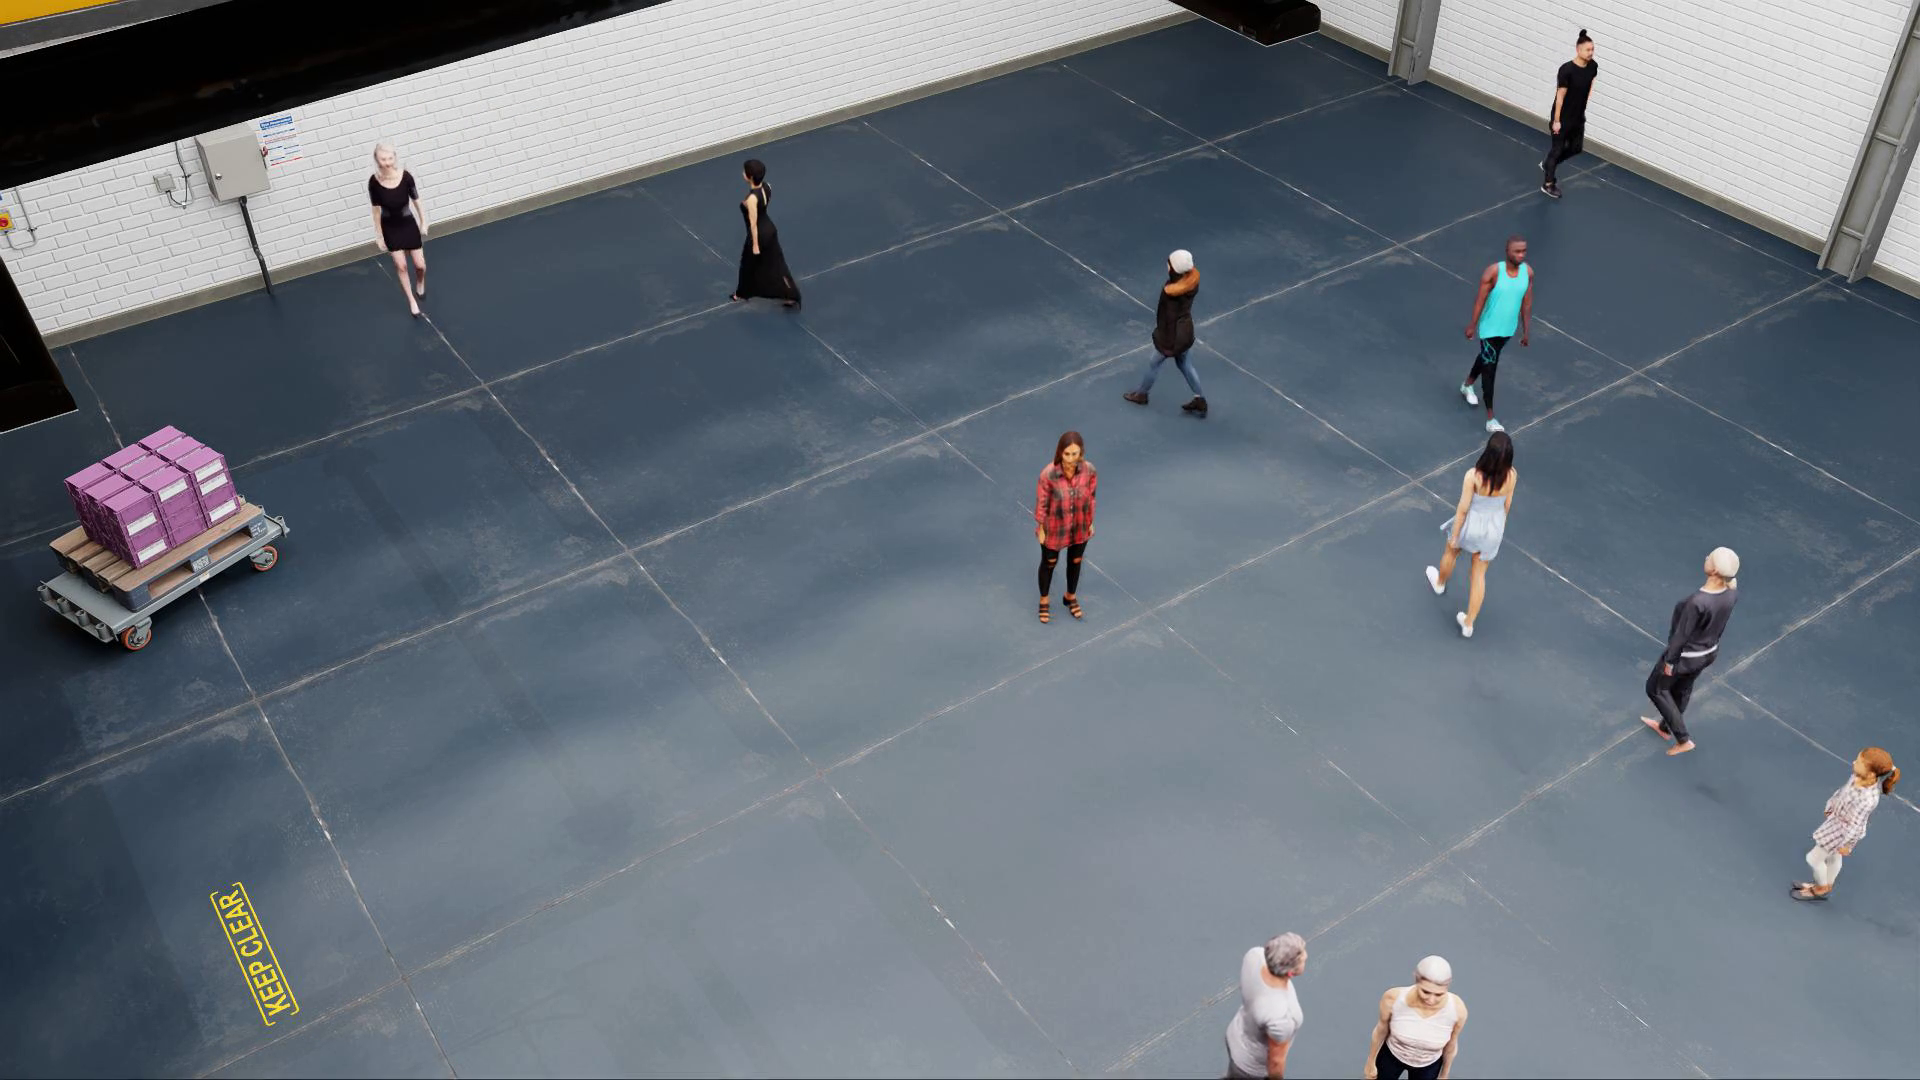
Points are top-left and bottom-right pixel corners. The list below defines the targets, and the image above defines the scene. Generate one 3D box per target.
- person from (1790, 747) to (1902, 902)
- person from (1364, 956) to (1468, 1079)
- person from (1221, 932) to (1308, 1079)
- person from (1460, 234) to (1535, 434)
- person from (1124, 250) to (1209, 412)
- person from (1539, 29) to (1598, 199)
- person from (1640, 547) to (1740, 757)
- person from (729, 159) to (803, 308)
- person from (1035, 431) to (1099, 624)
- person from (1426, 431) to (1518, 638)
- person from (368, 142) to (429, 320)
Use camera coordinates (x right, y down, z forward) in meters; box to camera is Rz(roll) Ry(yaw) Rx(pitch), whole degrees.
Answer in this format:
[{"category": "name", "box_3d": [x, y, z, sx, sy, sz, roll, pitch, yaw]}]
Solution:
[{"category": "person", "box_3d": [5.571, 1.802, 10.330, 0.664, 1.302, 0.634, 15, 41, 18]}, {"category": "person", "box_3d": [2.382, 2.747, 8.829, 0.675, 1.699, 0.737, 7, 39, 8]}, {"category": "person", "box_3d": [1.547, 2.707, 8.783, 0.842, 1.818, 0.713, -3, 39, -4]}, {"category": "person", "box_3d": [4.671, -1.897, 14.586, 0.952, 1.772, 1.228, -7, 39, -9]}, {"category": "person", "box_3d": [1.954, -1.789, 14.590, 1.109, 1.598, 0.894, 21, 43, 24]}, {"category": "person", "box_3d": [6.504, -4.624, 17.935, 0.749, 1.852, 0.781, -16, 41, -19]}, {"category": "person", "box_3d": [5.015, 0.787, 11.271, 0.683, 1.715, 0.802, -16, 41, -20]}, {"category": "person", "box_3d": [-1.836, -2.894, 16.003, 1.097, 1.561, 0.928, 14, 41, 17]}, {"category": "person", "box_3d": [0.787, -0.107, 12.401, 0.693, 1.700, 0.681, -8, 39, -10]}, {"category": "person", "box_3d": [3.851, -0.006, 12.272, 0.909, 1.705, 1.062, -3, 39, -3]}, {"category": "person", "box_3d": [-5.377, -3.002, 15.934, 0.711, 1.816, 0.744, -13, 40, -15]}]
